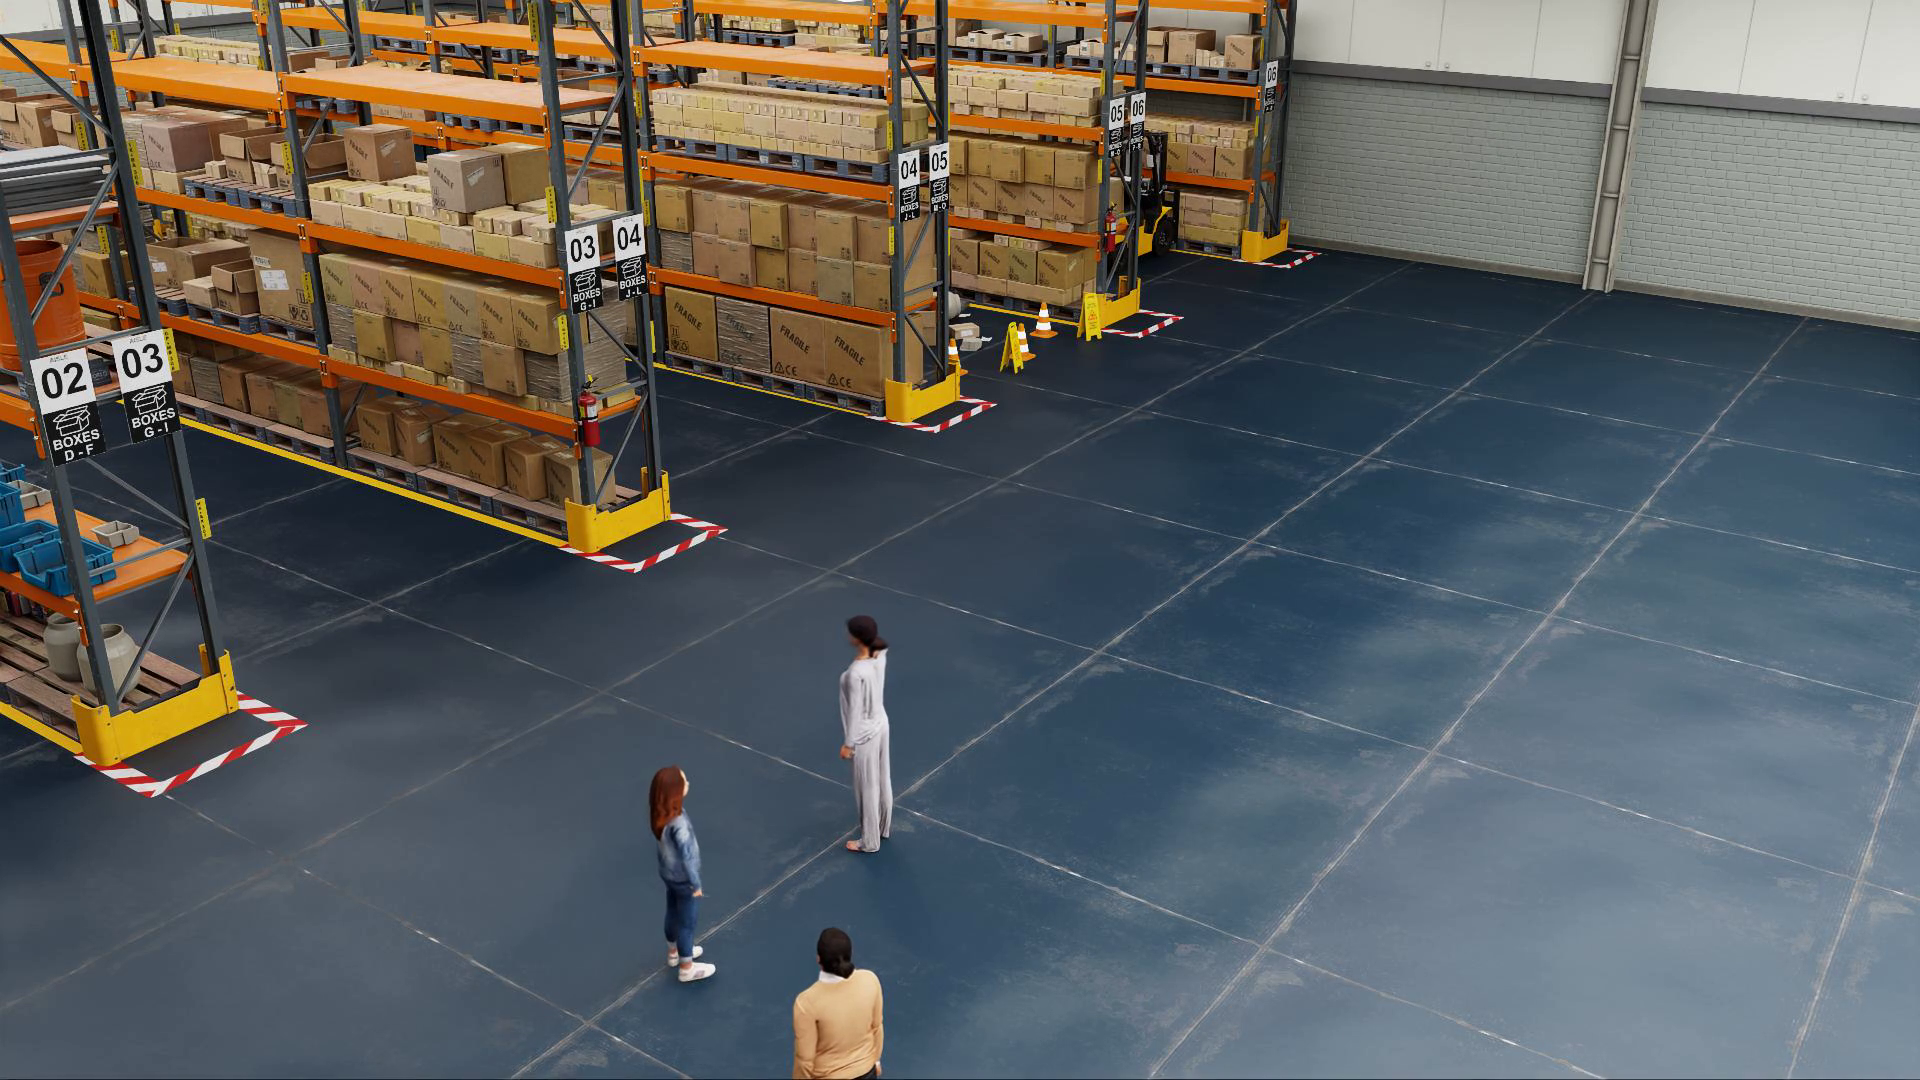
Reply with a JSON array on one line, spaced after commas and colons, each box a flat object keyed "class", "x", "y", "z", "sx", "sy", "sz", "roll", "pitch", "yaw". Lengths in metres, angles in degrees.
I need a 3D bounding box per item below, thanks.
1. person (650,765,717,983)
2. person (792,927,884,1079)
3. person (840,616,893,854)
[{"class": "person", "x": -1.727, "y": 2.028, "z": 10.122, "sx": 0.704, "sy": 1.474, "sz": 0.584, "roll": -14, "pitch": 27, "yaw": -30}, {"class": "person", "x": -0.603, "y": 2.671, "z": 8.254, "sx": 0.738, "sy": 1.754, "sz": 0.703, "roll": -15, "pitch": 27, "yaw": -32}, {"class": "person", "x": -0.627, "y": 1.319, "z": 11.405, "sx": 0.590, "sy": 1.776, "sz": 0.625, "roll": 11, "pitch": 25, "yaw": 23}]
